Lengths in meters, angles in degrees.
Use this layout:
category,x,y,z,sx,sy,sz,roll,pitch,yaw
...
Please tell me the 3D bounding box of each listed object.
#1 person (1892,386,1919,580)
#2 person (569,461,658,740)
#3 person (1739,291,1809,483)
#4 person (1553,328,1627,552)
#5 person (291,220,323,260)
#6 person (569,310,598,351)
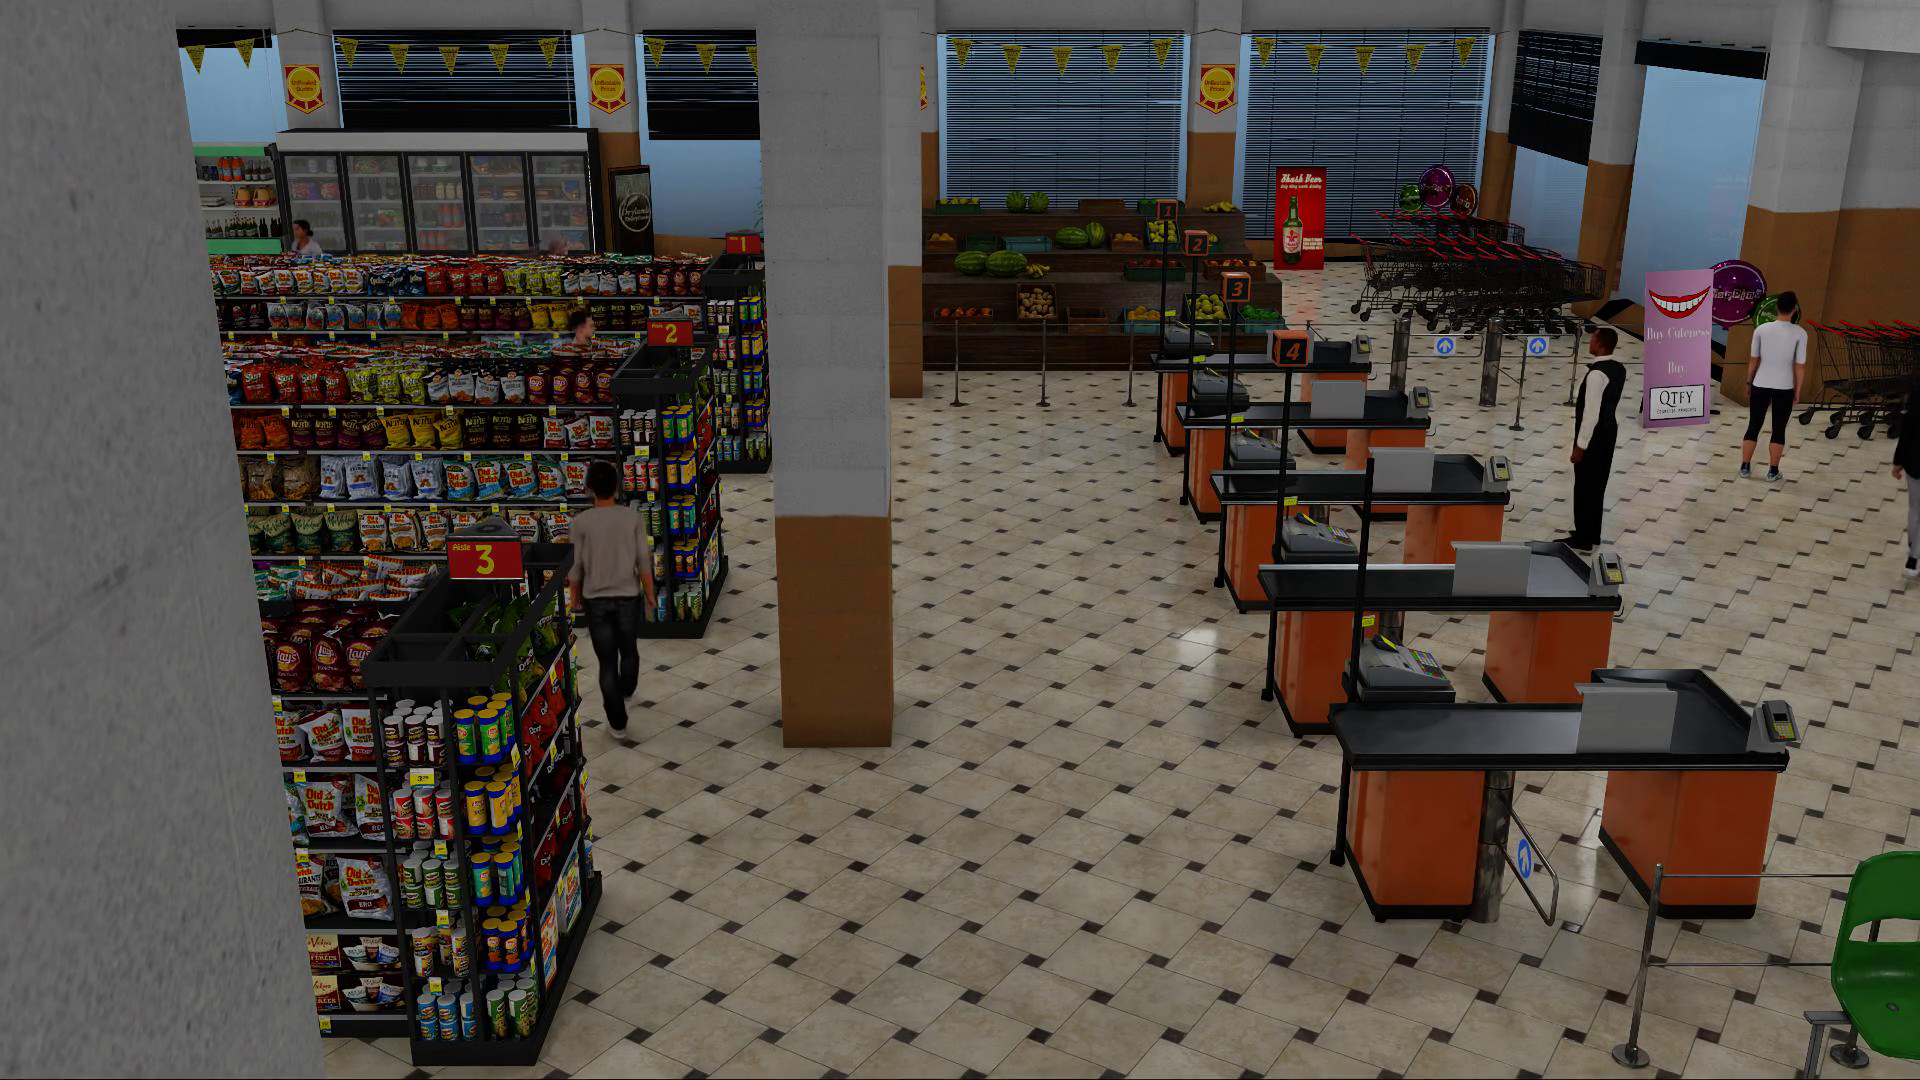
category,x,y,z,sx,sy,sz,roll,pitch,yaw
person,7.842,-0.589,13.422,1.280,1.898,1.301,16,24,39
person,-2.222,0.412,10.638,1.072,1.779,0.955,-6,19,-16
person,7.917,-1.496,16.190,0.693,1.848,0.792,13,23,34
person,5.431,-0.869,14.219,0.819,1.919,0.772,16,24,40
person,-8.511,-3.346,21.871,0.781,1.723,0.850,10,21,28
person,-3.575,-1.240,15.512,0.817,1.797,0.780,-5,19,-14
